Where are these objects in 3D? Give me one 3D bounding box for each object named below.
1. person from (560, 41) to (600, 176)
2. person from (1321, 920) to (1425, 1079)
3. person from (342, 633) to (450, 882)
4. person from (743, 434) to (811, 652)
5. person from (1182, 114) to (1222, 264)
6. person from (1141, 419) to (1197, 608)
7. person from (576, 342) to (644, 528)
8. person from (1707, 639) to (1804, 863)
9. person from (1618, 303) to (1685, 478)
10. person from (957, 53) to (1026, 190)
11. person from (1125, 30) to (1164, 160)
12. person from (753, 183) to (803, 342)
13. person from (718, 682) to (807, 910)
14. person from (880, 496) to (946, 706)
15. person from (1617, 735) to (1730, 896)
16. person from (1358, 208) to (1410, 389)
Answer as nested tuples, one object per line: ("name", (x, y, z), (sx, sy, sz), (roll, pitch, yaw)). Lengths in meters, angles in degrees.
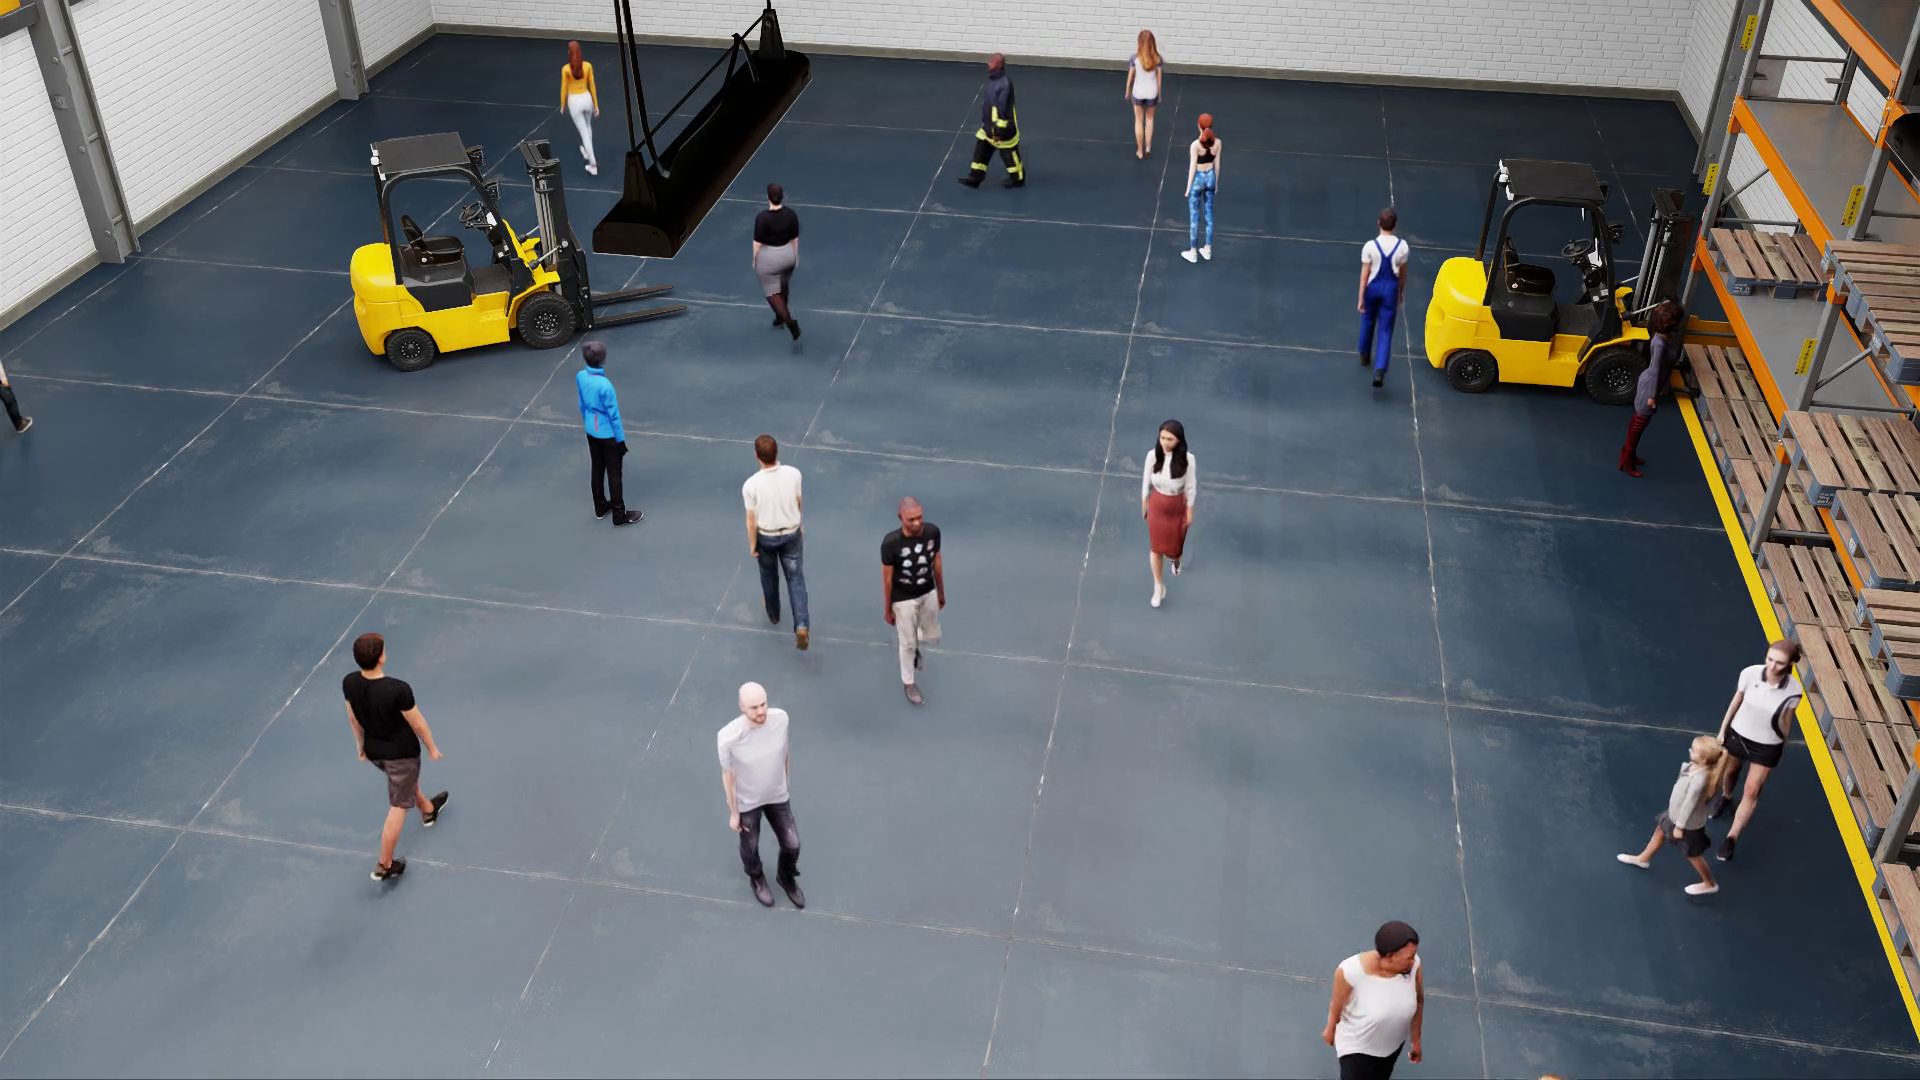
("person", (-4.967, -5.674, 21.965), (1.019, 1.716, 1.090), (-21, 39, -29))
("person", (2.320, 2.736, 9.360), (0.895, 1.662, 1.018), (-7, 34, -11))
("person", (-3.853, 1.456, 11.135), (0.785, 1.831, 1.236), (10, 35, 15))
("person", (-1.412, 0.043, 13.268), (1.011, 1.822, 1.246), (-11, 35, -16))
("person", (2.852, -4.154, 19.616), (0.672, 1.785, 0.706), (-13, 36, -18))
("person", (1.747, -0.250, 13.784), (0.689, 1.739, 0.781), (13, 36, 18))
("person", (-3.181, -0.950, 14.785), (0.699, 1.797, 0.695), (24, 40, 31))
("person", (5.454, 1.346, 11.385), (0.837, 1.737, 1.015), (24, 40, 31))
("person", (6.462, -1.420, 15.570), (0.699, 1.711, 0.543), (15, 36, 21))
("person", (0.580, -5.392, 21.485), (1.232, 1.778, 1.250), (-15, 36, -21))
("person", (2.498, -5.973, 22.414), (0.701, 1.717, 0.749), (0, 34, 0))
("person", (-1.930, -2.939, 17.833), (1.075, 1.735, 1.146), (-20, 38, -27))
("person", (-1.353, 1.627, 10.891), (0.806, 1.815, 0.852), (-15, 36, -21))
("person", (-0.395, 0.392, 12.769), (0.900, 1.794, 0.975), (-16, 37, -22))
("person", (4.905, 1.851, 11.070), (0.725, 1.243, 0.872), (15, 36, 21))
("person", (4.315, -2.447, 17.021), (0.633, 1.814, 1.249), (6, 34, 9))
